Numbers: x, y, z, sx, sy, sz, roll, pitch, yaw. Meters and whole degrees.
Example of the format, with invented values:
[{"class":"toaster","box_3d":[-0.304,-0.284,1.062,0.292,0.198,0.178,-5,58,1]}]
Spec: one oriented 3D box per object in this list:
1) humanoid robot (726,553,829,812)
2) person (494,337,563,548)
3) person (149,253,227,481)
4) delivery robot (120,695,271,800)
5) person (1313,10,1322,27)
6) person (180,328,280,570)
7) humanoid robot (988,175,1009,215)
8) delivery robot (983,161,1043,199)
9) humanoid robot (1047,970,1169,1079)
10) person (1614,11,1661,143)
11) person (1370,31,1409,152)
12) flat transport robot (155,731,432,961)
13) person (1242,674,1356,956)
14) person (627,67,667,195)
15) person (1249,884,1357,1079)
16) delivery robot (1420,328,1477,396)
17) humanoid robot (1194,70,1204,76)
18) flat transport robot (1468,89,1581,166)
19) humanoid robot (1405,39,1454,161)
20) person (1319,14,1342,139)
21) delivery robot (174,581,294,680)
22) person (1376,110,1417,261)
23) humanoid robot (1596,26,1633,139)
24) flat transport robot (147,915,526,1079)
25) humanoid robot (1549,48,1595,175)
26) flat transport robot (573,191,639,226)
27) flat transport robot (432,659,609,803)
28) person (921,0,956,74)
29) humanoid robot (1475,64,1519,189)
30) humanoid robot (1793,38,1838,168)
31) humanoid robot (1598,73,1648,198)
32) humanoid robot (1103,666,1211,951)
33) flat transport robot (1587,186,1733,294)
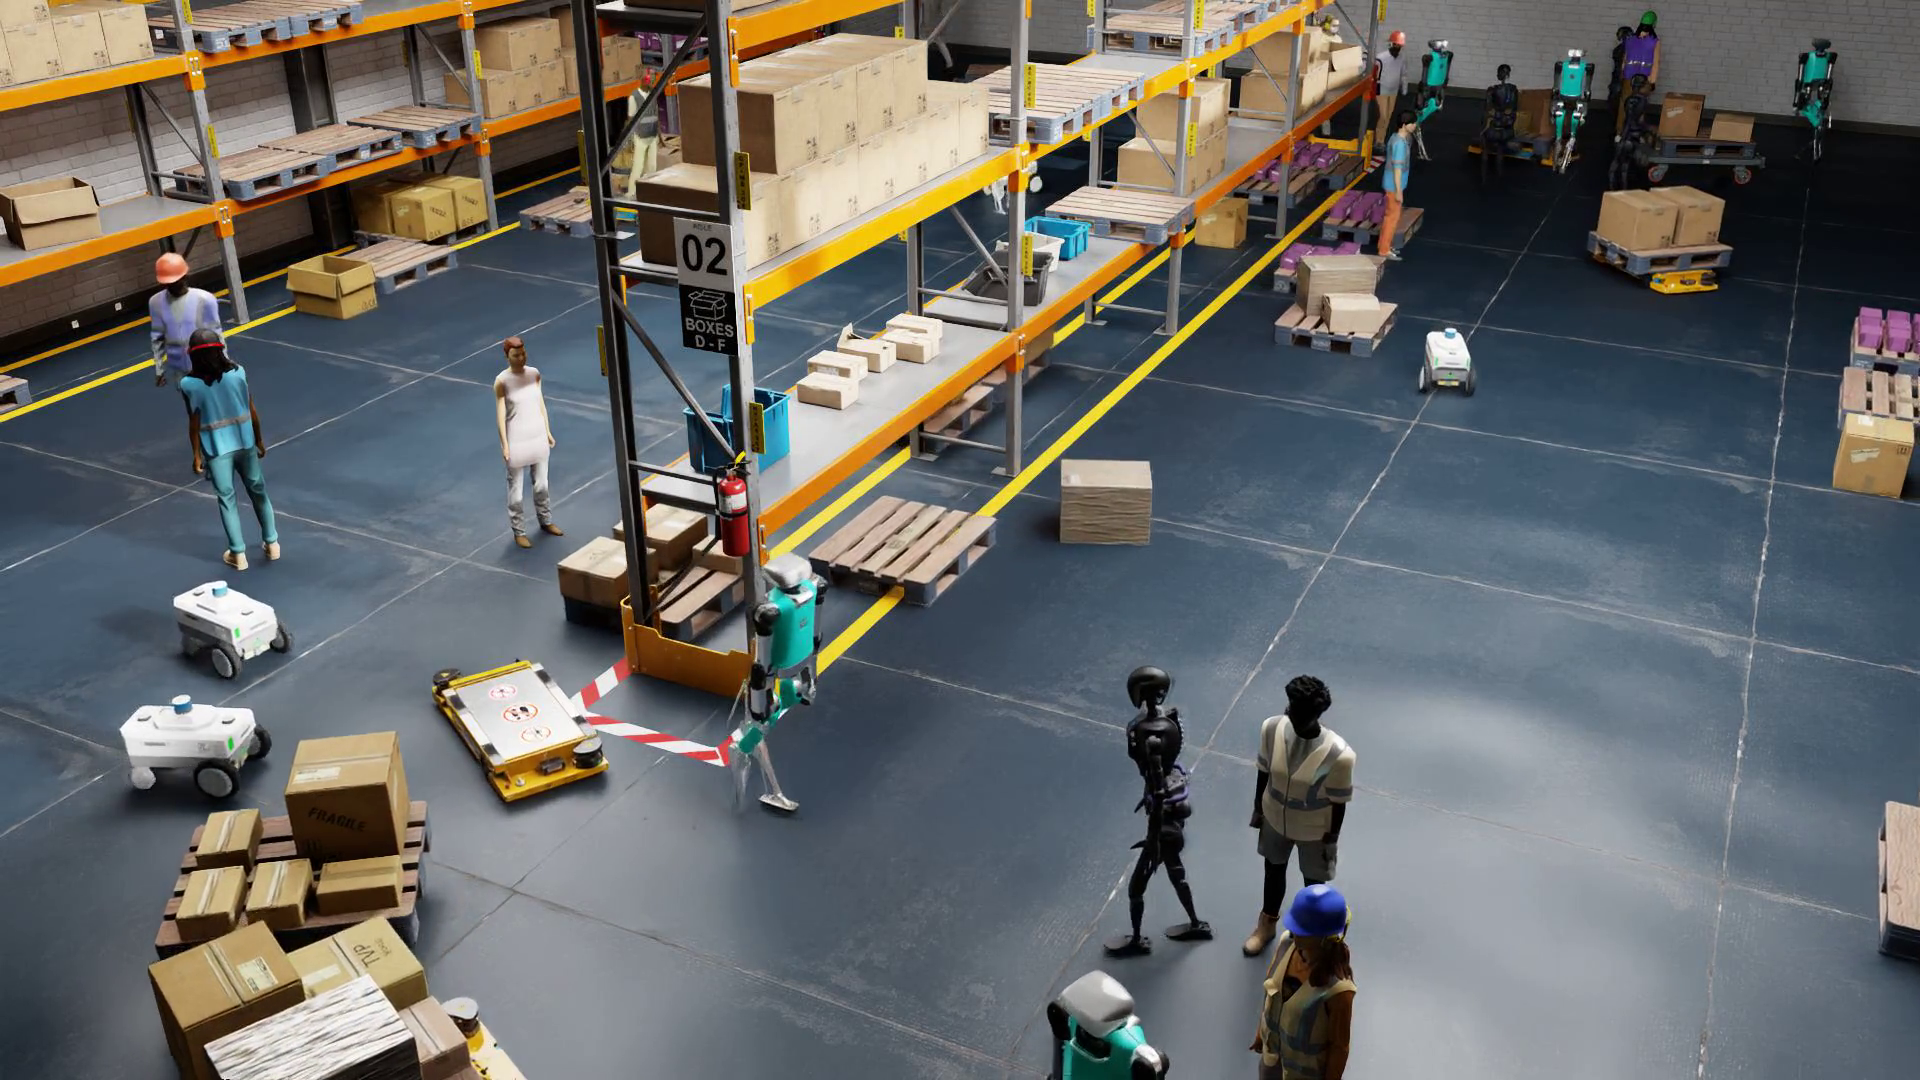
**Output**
[{"class":"humanoid robot","box_3d":[-1.143,0.871,9.481,0.818,1.873,0.542,18,31,32]},{"class":"person","box_3d":[-3.328,-0.760,12.743,0.285,1.661,0.442,23,34,38]},{"class":"person","box_3d":[-6.408,-1.459,13.862,0.567,1.925,0.525,-2,26,-4]},{"class":"delivery robot","box_3d":[-4.619,1.200,9.997,0.738,0.563,0.499,1,26,3]},{"class":"person","box_3d":[5.436,-7.325,25.765,0.666,1.875,0.464,18,31,31]},{"class":"person","box_3d":[-5.419,-0.669,12.330,0.528,1.866,0.392,-19,32,-33]},{"class":"humanoid robot","box_3d":[0.569,-5.111,21.441,0.565,1.788,0.718,-9,28,-18]},{"class":"delivery robot","box_3d":[0.696,-4.925,22.397,0.792,0.589,0.499,-17,31,-31]},{"class":"humanoid robot","box_3d":[0.327,2.517,6.142,0.821,1.869,0.554,-22,34,-37]},{"class":"person","box_3d":[10.127,-6.890,24.824,0.533,1.931,0.409,20,33,35]},{"class":"person","box_3d":[6.329,-6.566,24.379,0.579,1.734,0.528,-11,29,-22]},{"class":"flat transport robot","box_3d":[-3.403,2.036,8.665,0.659,0.231,1.431,-5,27,-10]},{"class":"person","box_3d":[1.688,1.411,8.324,0.533,1.691,0.319,21,33,36]},{"class":"person","box_3d":[-4.119,-5.174,21.503,0.408,1.800,0.717,13,29,25]},{"class":"person","box_3d":[1.372,2.128,6.775,0.305,1.781,0.462,-14,30,-26]},{"class":"delivery robot","box_3d":[4.671,-1.734,15.949,0.499,0.586,0.772,4,27,7]},{"class":"humanoid robot","box_3d":[3.512,-6.777,24.881,0.365,1.641,0.608,5,27,11]},{"class":"flat transport robot","box_3d":[8.244,-5.706,24.303,1.431,0.231,0.659,21,33,36]},{"class":"humanoid robot","box_3d":[6.607,-6.252,23.823,0.539,1.855,0.658,-15,30,-28]},{"class":"person","box_3d":[5.479,-7.045,25.240,0.559,1.845,0.850,-9,28,-17]},{"class":"delivery robot","box_3d":[-4.966,0.570,11.301,0.768,0.591,0.499,16,30,28]},{"class":"person","box_3d":[5.115,-4.157,19.501,0.325,1.756,0.504,4,27,9]},{"class":"humanoid robot","box_3d":[9.958,-6.916,25.164,0.309,1.656,0.616,4,27,8]},{"class":"flat transport robot","box_3d":[-2.751,2.604,7.518,1.431,0.231,0.659,-20,32,-34]},{"class":"humanoid robot","box_3d":[8.516,-5.928,23.224,0.543,1.901,0.685,13,29,25]},{"class":"flat transport robot","box_3d":[-4.214,-4.254,21.371,1.431,0.231,0.659,11,29,22]},{"class":"flat transport robot","box_3d":[-2.789,1.147,10.462,0.659,0.231,1.431,-16,30,-29]},{"class":"person","box_3d":[-0.482,-9.282,29.819,0.948,1.792,0.516,20,33,35]},{"class":"humanoid robot","box_3d":[7.260,-5.580,22.479,0.612,1.646,0.326,-11,28,-21]},{"class":"humanoid robot","box_3d":[12.219,-6.141,23.606,0.540,1.785,1.033,-1,26,-3]},{"class":"humanoid robot","box_3d":[8.806,-5.321,21.929,0.366,1.647,0.613,17,31,31]},{"class":"humanoid robot","box_3d":[1.026,1.375,8.429,0.639,1.635,0.589,1,26,2]},{"class":"flat transport robot","box_3d":[7.982,-3.132,19.106,0.659,0.231,1.431,-6,27,-12]}]
